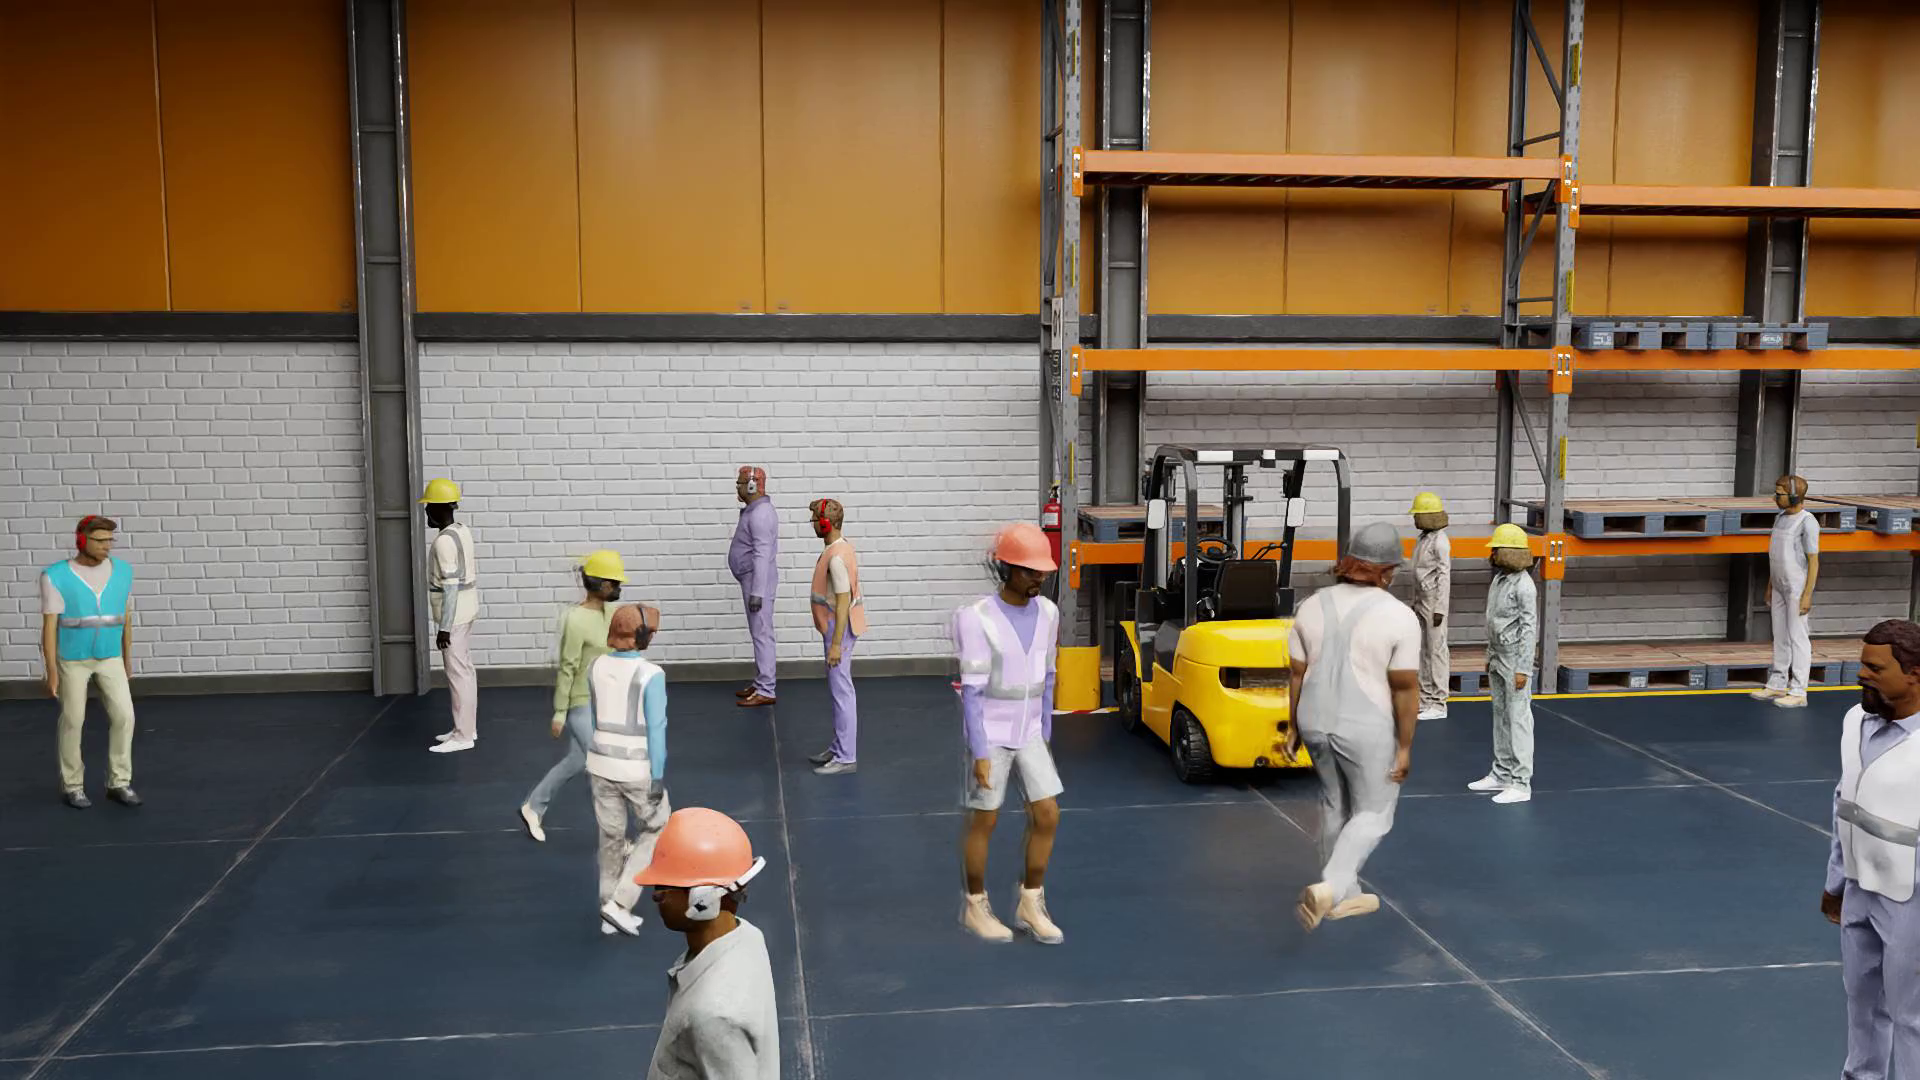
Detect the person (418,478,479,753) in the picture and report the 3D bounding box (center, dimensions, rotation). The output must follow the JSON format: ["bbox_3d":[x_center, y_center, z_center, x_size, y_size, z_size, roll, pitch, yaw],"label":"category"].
[{"bbox_3d":[-3.587,0.528,11.688,0.381,1.928,0.587,-1,7,-6],"label":"person"}]

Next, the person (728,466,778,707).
[{"bbox_3d":[-1.640,0.363,13.224,0.401,1.910,0.640,-1,7,-6],"label":"person"}]

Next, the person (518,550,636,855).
[{"bbox_3d":[-2.165,0.902,9.341,0.826,1.721,0.542,1,7,12],"label":"person"}]

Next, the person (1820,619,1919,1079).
[{"bbox_3d":[3.190,1.220,5.678,0.398,1.917,0.588,-1,7,-6],"label":"person"}]

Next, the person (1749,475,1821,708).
[{"bbox_3d":[6.563,0.403,13.161,0.350,1.842,0.506,-1,7,-6],"label":"person"}]

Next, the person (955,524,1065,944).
[{"bbox_3d":[0.259,0.927,7.817,0.642,2.016,0.664,-5,8,-35],"label":"person"}]

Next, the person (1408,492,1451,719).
[{"bbox_3d":[3.577,0.501,12.743,0.313,1.739,0.485,-1,7,-6],"label":"person"}]

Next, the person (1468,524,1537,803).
[{"bbox_3d":[3.419,0.765,10.412,0.308,1.744,0.485,-1,7,-6],"label":"person"}]

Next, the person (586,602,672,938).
[{"bbox_3d":[-1.591,1.105,7.919,0.532,1.624,0.378,3,7,27],"label":"person"}]

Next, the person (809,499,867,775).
[{"bbox_3d":[-0.816,0.640,11.093,0.395,1.839,0.564,-1,7,-6],"label":"person"}]

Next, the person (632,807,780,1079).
[{"bbox_3d":[-0.594,1.496,3.964,0.335,1.753,0.563,-1,7,-6],"label":"person"}]

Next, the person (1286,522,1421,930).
[{"bbox_3d":[1.859,0.894,7.993,0.786,2.000,0.707,-6,9,-40],"label":"person"}]

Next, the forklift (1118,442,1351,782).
[{"bbox_3d":[1.912,0.418,11.496,1.214,2.155,2.313,-1,7,-8],"label":"forklift"}]

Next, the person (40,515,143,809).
[{"bbox_3d":[-5.293,0.759,10.147,0.692,1.810,0.612,5,8,38],"label":"person"}]
